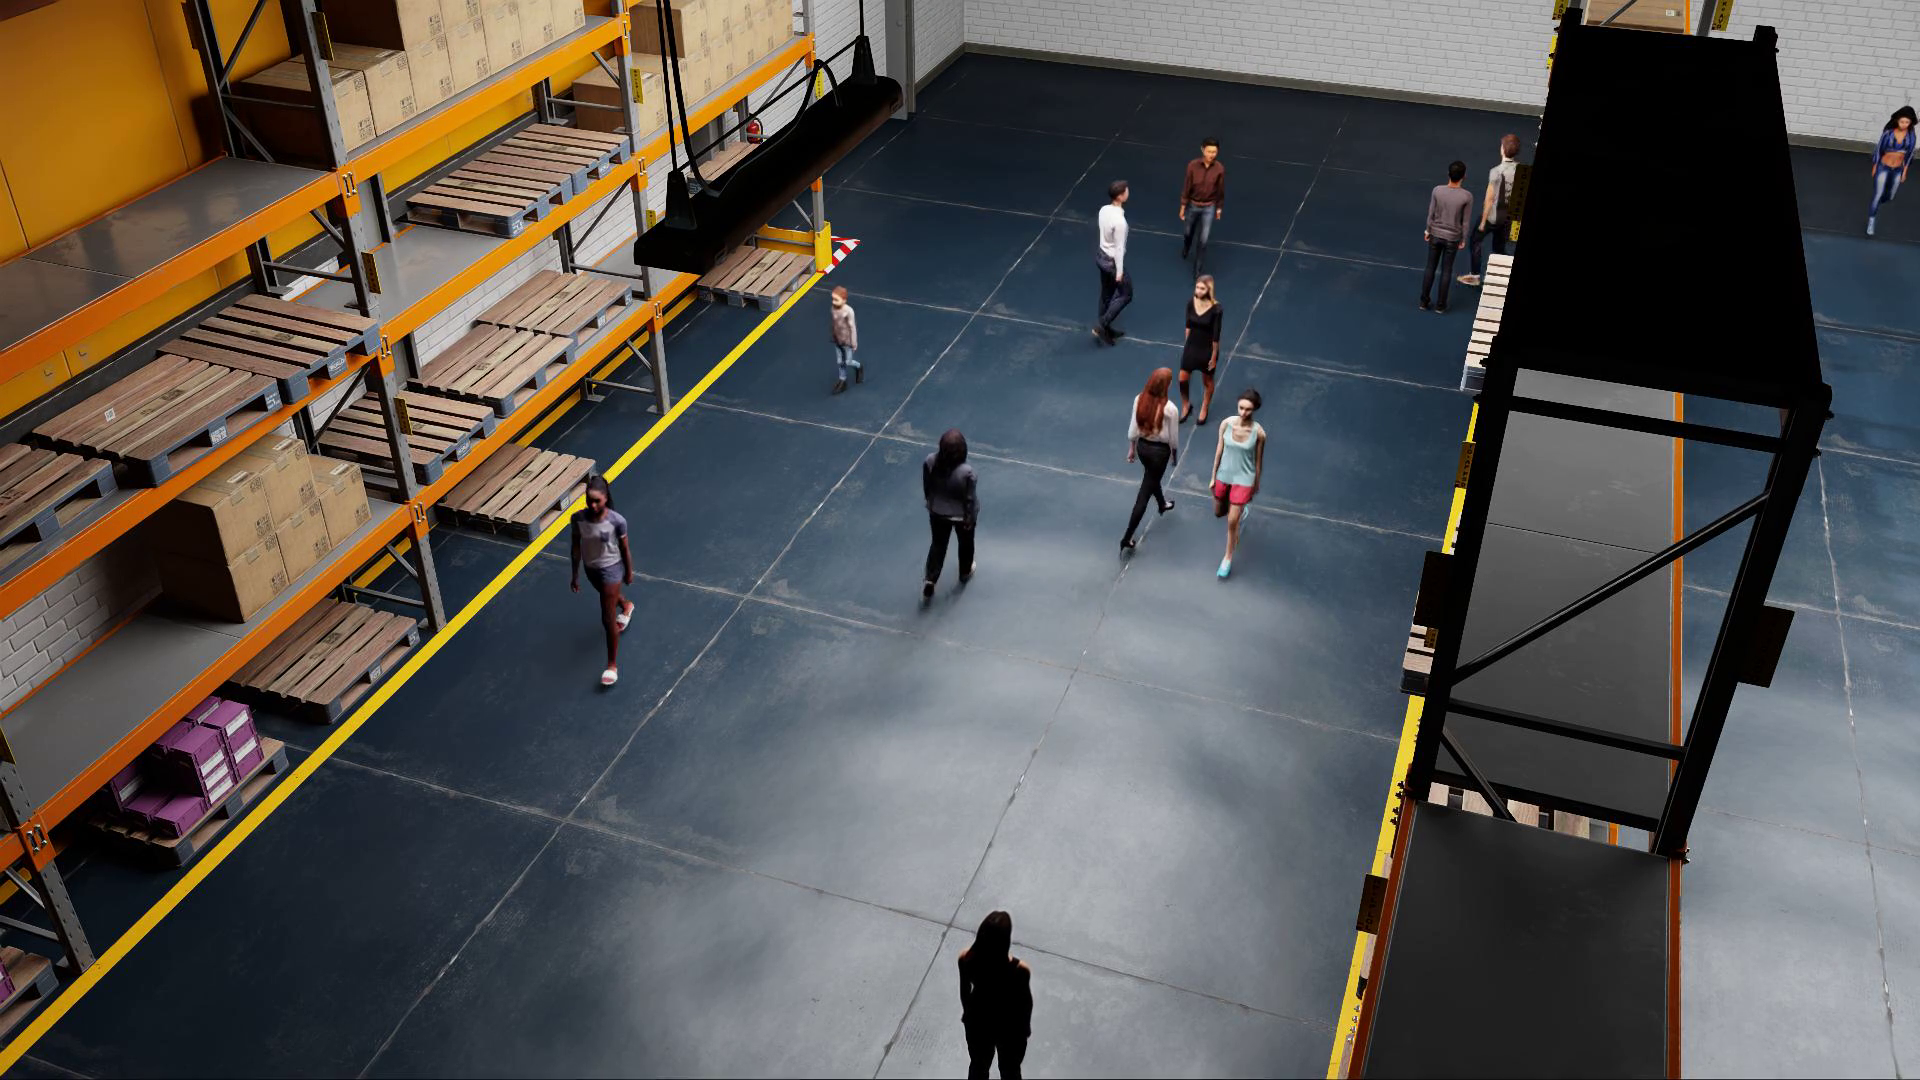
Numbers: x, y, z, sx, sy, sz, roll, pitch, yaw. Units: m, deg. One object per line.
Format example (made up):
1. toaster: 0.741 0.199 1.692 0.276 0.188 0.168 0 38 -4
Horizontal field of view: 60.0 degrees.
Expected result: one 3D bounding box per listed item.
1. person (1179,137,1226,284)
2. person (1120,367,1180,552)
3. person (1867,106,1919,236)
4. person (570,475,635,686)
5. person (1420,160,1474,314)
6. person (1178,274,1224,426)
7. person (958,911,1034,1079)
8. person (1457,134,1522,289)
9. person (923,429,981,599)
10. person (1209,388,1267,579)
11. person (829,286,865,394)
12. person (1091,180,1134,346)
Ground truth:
1. person: 2.823 -3.945 19.631 0.807 1.755 1.071 6 34 9
2. person: 1.667 -0.667 14.753 0.881 1.695 1.257 24 41 32
3. person: 11.624 -4.637 20.803 0.612 1.610 0.820 11 35 16
4. person: -2.848 0.220 13.433 0.750 1.679 1.244 7 34 10
5. person: 5.489 -3.441 18.862 0.545 1.766 0.647 11 35 17
6. person: 2.472 -1.917 16.663 0.642 1.663 0.677 19 38 27
7. person: 0.202 2.774 9.581 0.595 1.688 0.566 9 35 13
8. person: 6.241 -3.692 19.140 0.891 1.876 0.951 -14 36 -19
9. person: -0.103 -0.221 14.189 0.661 1.576 0.933 13 36 18
10. person: 2.426 -0.547 14.527 0.691 1.745 1.020 16 37 23
11. person: -1.183 -2.115 17.392 0.588 1.186 0.720 22 40 30
12. person: 1.567 -3.014 18.134 0.876 1.860 0.817 -14 36 -20
